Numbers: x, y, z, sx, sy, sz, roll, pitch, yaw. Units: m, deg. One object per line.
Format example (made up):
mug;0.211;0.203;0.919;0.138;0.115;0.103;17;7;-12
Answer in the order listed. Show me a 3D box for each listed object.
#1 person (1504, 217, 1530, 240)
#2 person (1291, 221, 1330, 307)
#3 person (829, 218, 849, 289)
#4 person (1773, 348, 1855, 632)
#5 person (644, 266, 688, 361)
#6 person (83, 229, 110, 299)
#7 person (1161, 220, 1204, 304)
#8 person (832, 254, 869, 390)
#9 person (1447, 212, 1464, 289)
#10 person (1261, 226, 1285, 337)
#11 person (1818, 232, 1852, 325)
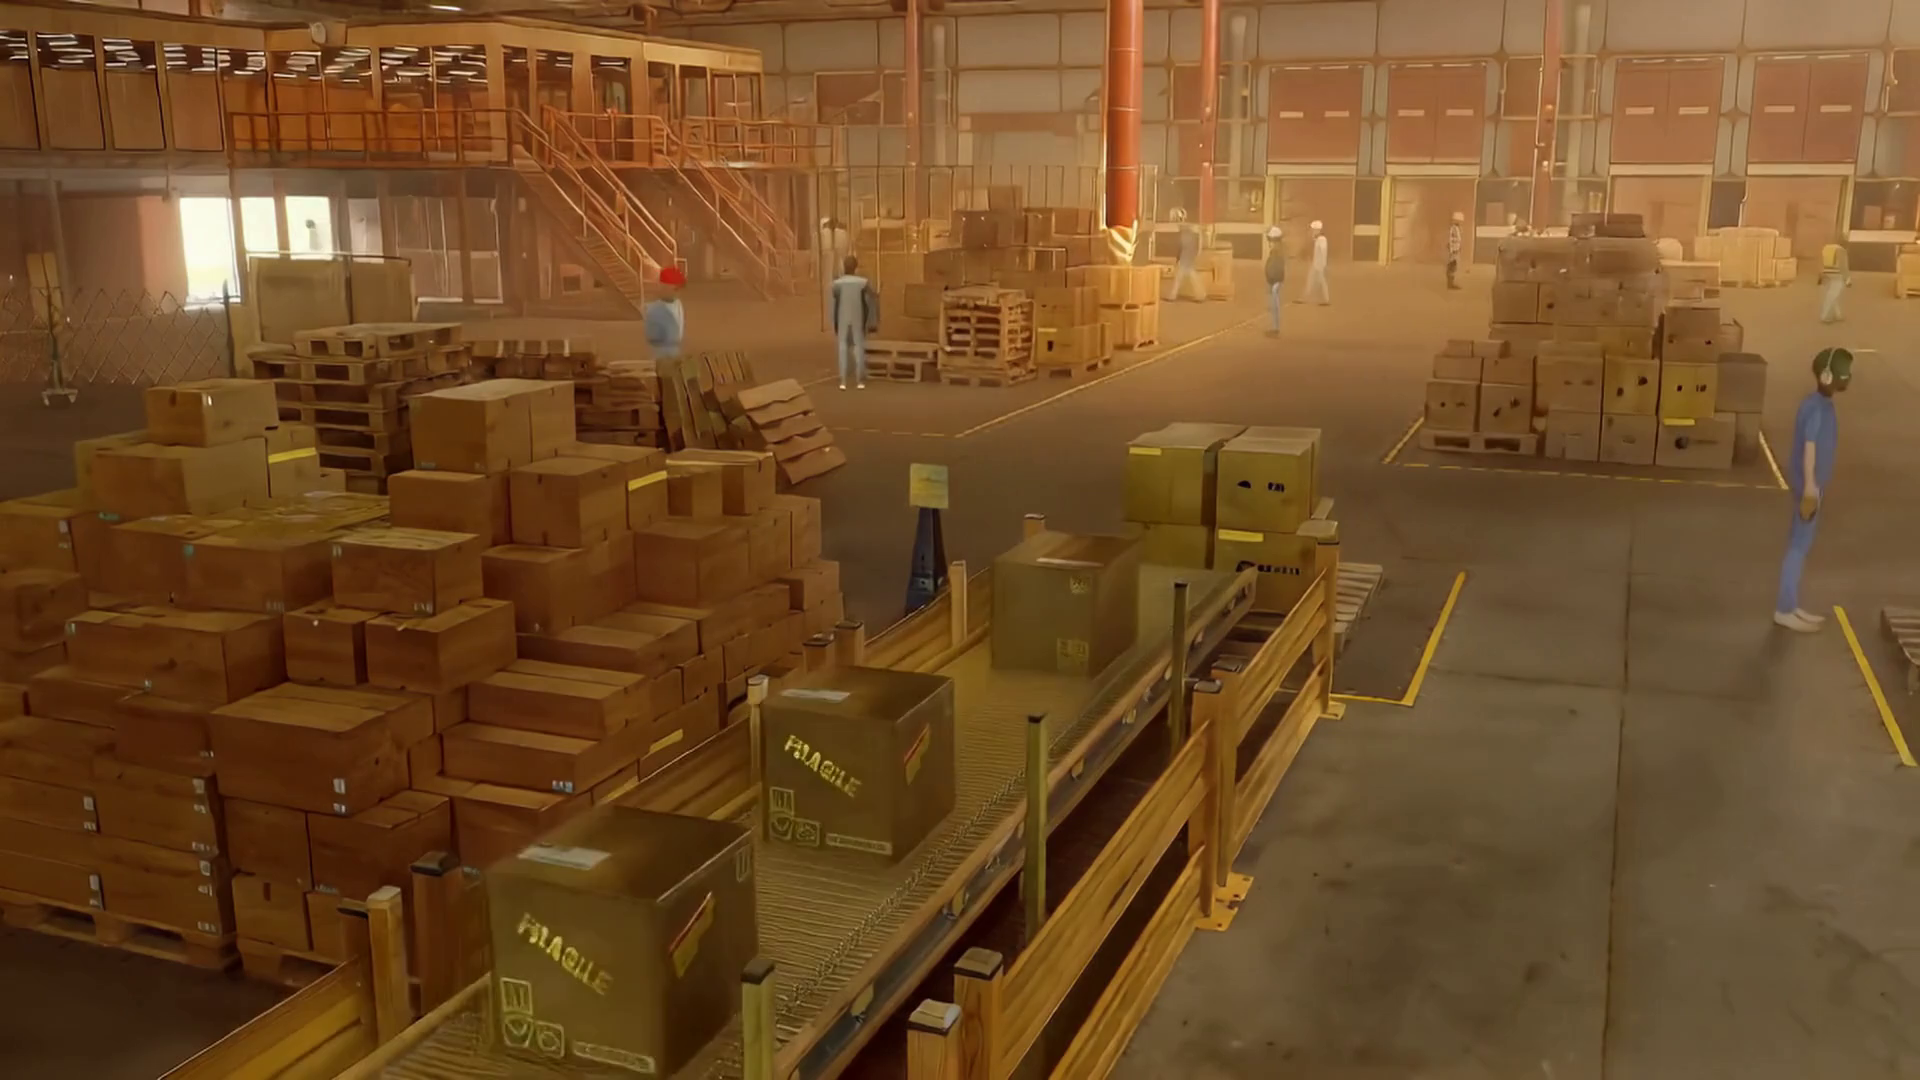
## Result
person;12.538;-6.293;37.521;0.614;1.947;0.388;0;13;0
person;7.787;-6.093;36.751;0.926;1.884;0.617;3;13;14
person;-2.944;-7.242;42.127;0.658;1.833;0.653;-3;13;-12
person;5.646;-0.338;11.002;0.309;1.864;0.534;7;15;30
person;-3.168;-1.899;17.659;0.664;2.018;0.642;6;14;26
person;-19.870;-6.474;38.428;0.683;1.893;0.432;-5;13;-20
person;5.082;-6.251;37.500;0.994;1.885;0.617;7;15;30
person;-1.514;-2.997;22.954;0.500;1.861;0.328;-2;13;-8
person;12.644;-7.384;42.436;0.361;1.939;0.542;5;14;22
person;5.702;-4.683;30.189;0.376;1.997;0.612;2;13;7
person;17.176;-5.097;32.471;0.876;1.806;0.644;-3;13;-14
